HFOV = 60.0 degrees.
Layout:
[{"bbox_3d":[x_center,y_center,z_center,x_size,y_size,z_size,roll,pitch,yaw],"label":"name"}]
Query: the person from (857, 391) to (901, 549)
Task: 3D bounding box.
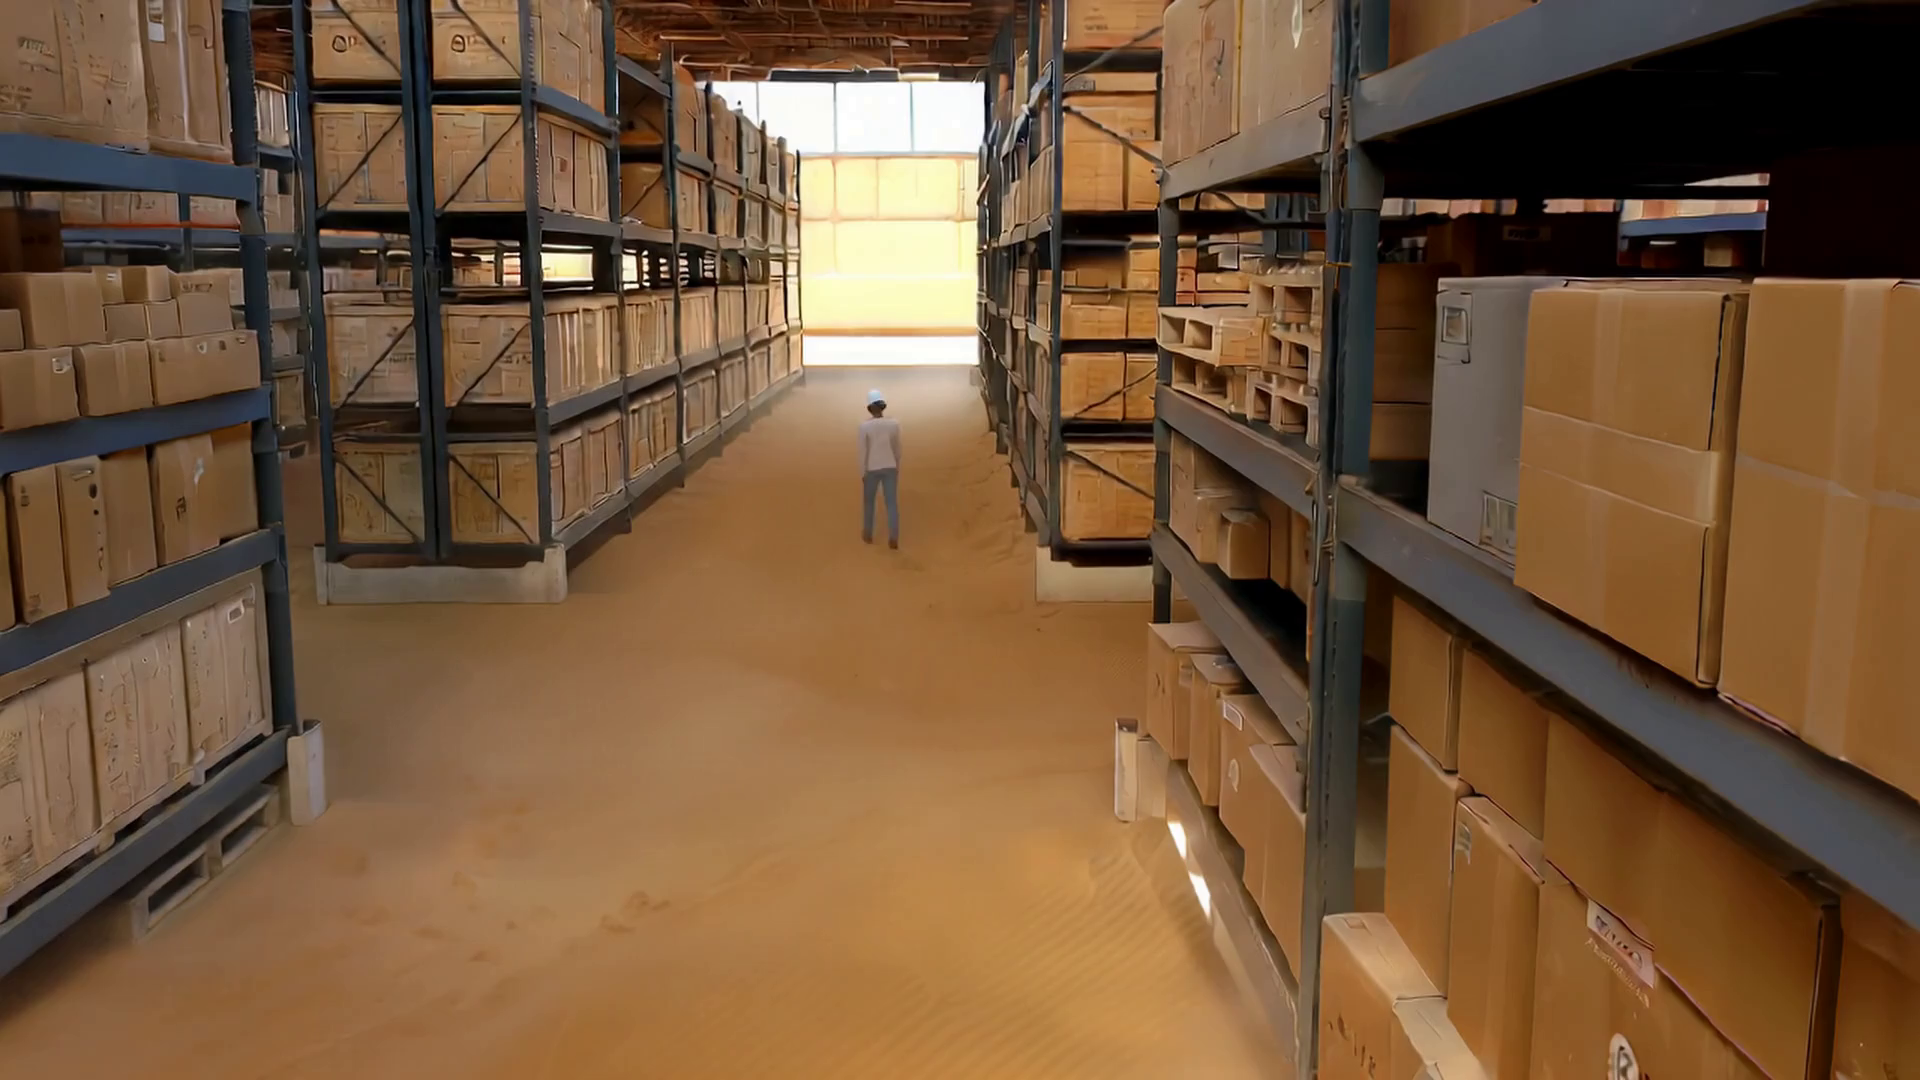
[{"bbox_3d":[-0.869,-0.772,18.172,0.518,1.720,0.935,-3,10,-17],"label":"person"}]
